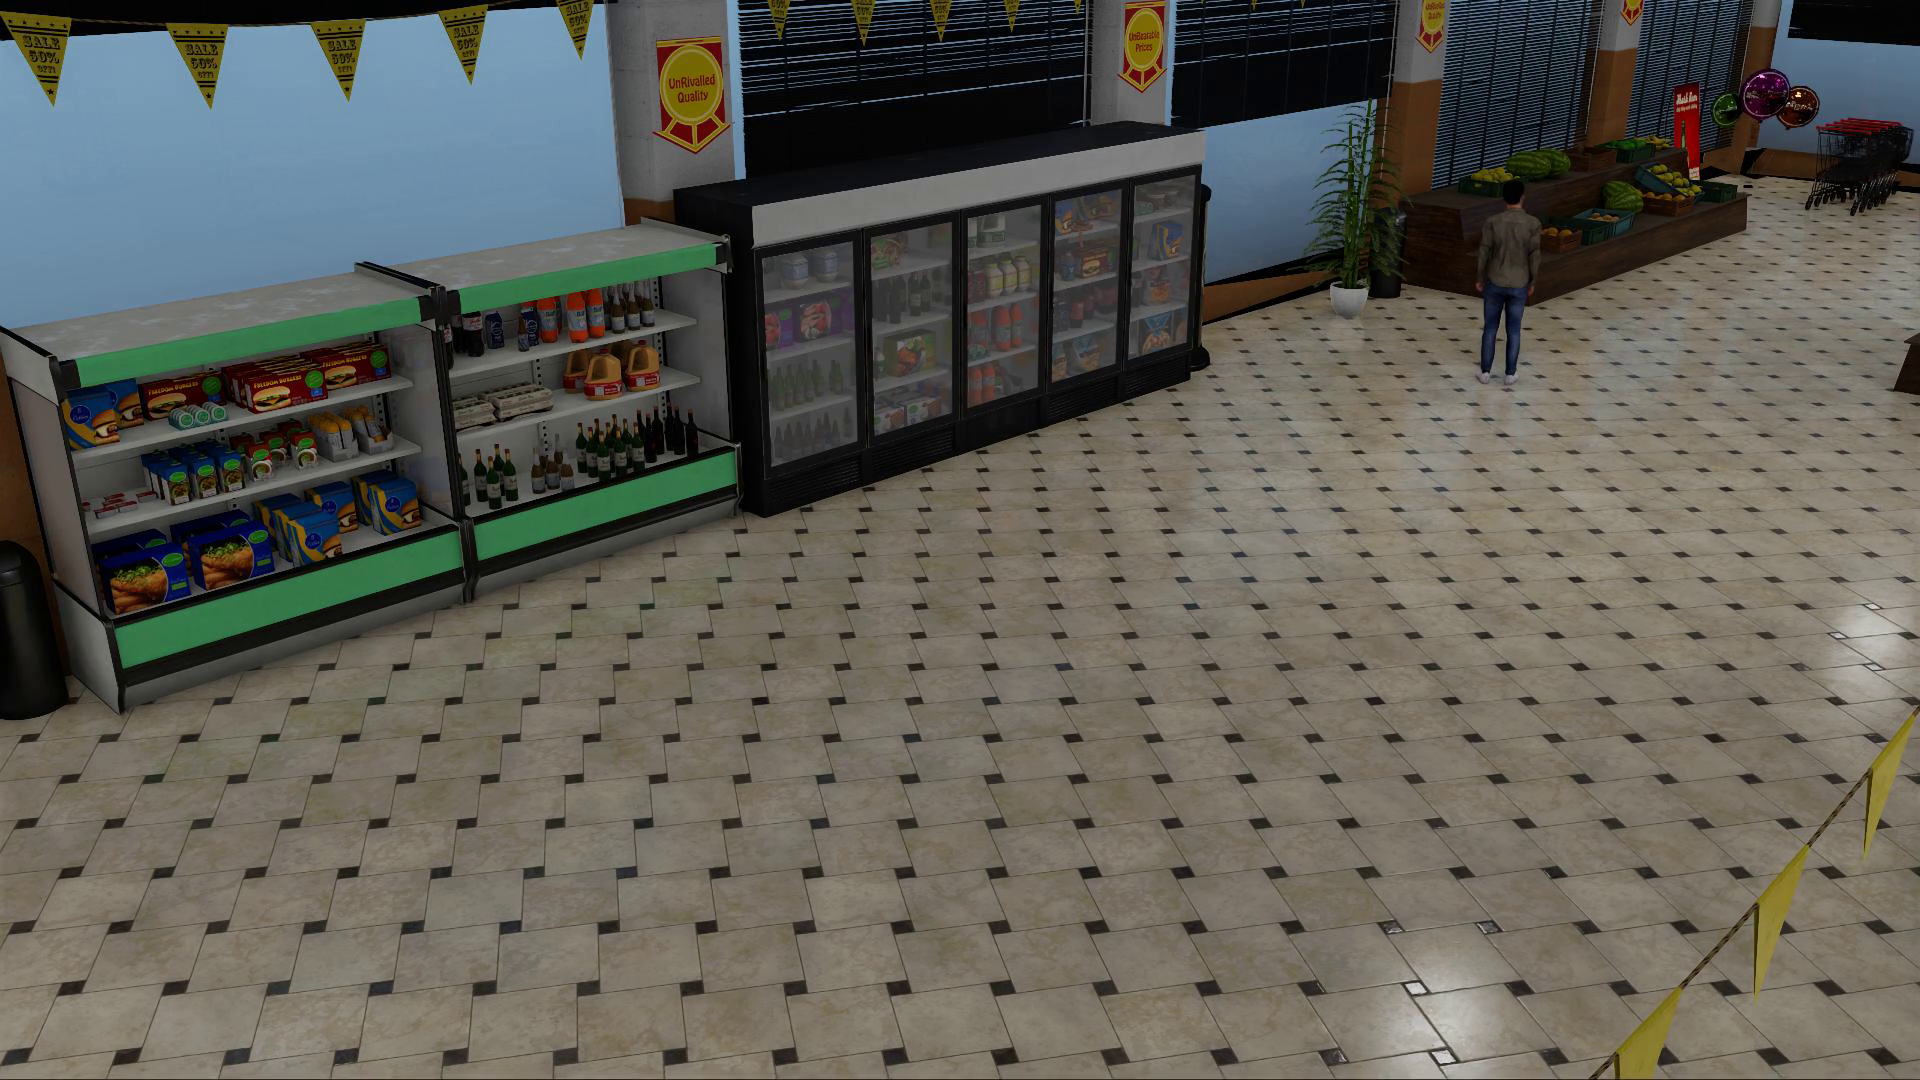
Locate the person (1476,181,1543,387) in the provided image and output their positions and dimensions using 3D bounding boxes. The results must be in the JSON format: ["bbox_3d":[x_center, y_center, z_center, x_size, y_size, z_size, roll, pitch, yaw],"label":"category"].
[{"bbox_3d":[4.992,-2.342,15.197,0.790,1.867,0.778,6,23,15],"label":"person"}]
